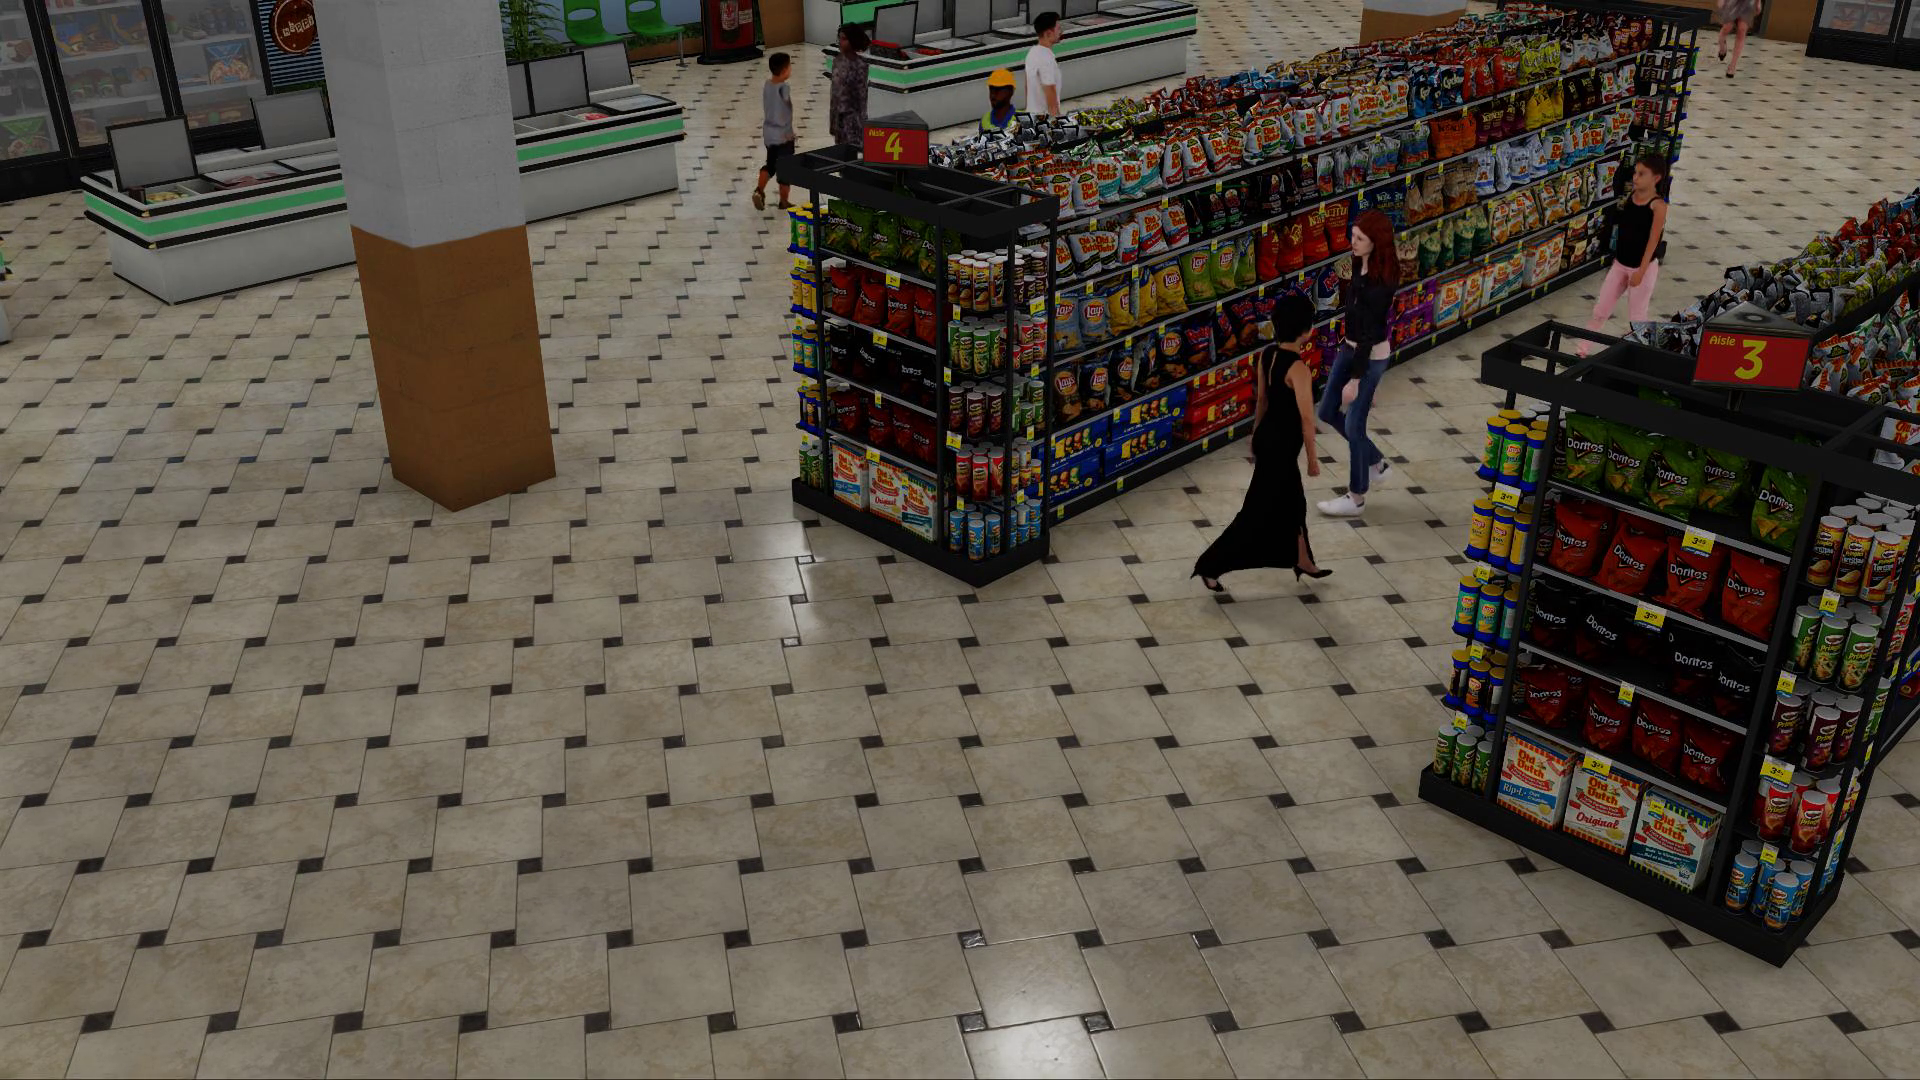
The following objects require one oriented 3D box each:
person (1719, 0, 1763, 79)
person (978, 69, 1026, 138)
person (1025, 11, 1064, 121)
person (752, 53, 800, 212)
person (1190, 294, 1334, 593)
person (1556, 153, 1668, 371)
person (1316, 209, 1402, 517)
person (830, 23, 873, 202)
[{"bbox_3d":[9.474,-6.528,20.209,0.827,1.727,0.942,8,28,15],"label":"person"},{"bbox_3d":[0.388,-2.561,12.319,0.831,1.787,1.176,16,31,28],"label":"person"},{"bbox_3d":[0.609,-3.531,14.169,0.912,1.844,0.858,-4,27,-9],"label":"person"},{"bbox_3d":[-1.662,-3.660,14.867,0.660,1.443,0.816,16,31,29],"label":"person"},{"bbox_3d":[1.517,-0.414,8.341,1.111,1.557,0.925,-6,27,-11],"label":"person"},{"bbox_3d":[4.559,-1.817,11.127,0.997,1.540,0.750,-12,29,-22],"label":"person"},{"bbox_3d":[2.295,-0.954,9.163,0.852,1.776,0.791,-3,27,-6],"label":"person"},{"bbox_3d":[-0.904,-3.651,14.569,0.999,1.697,0.643,-21,34,-35],"label":"person"}]
